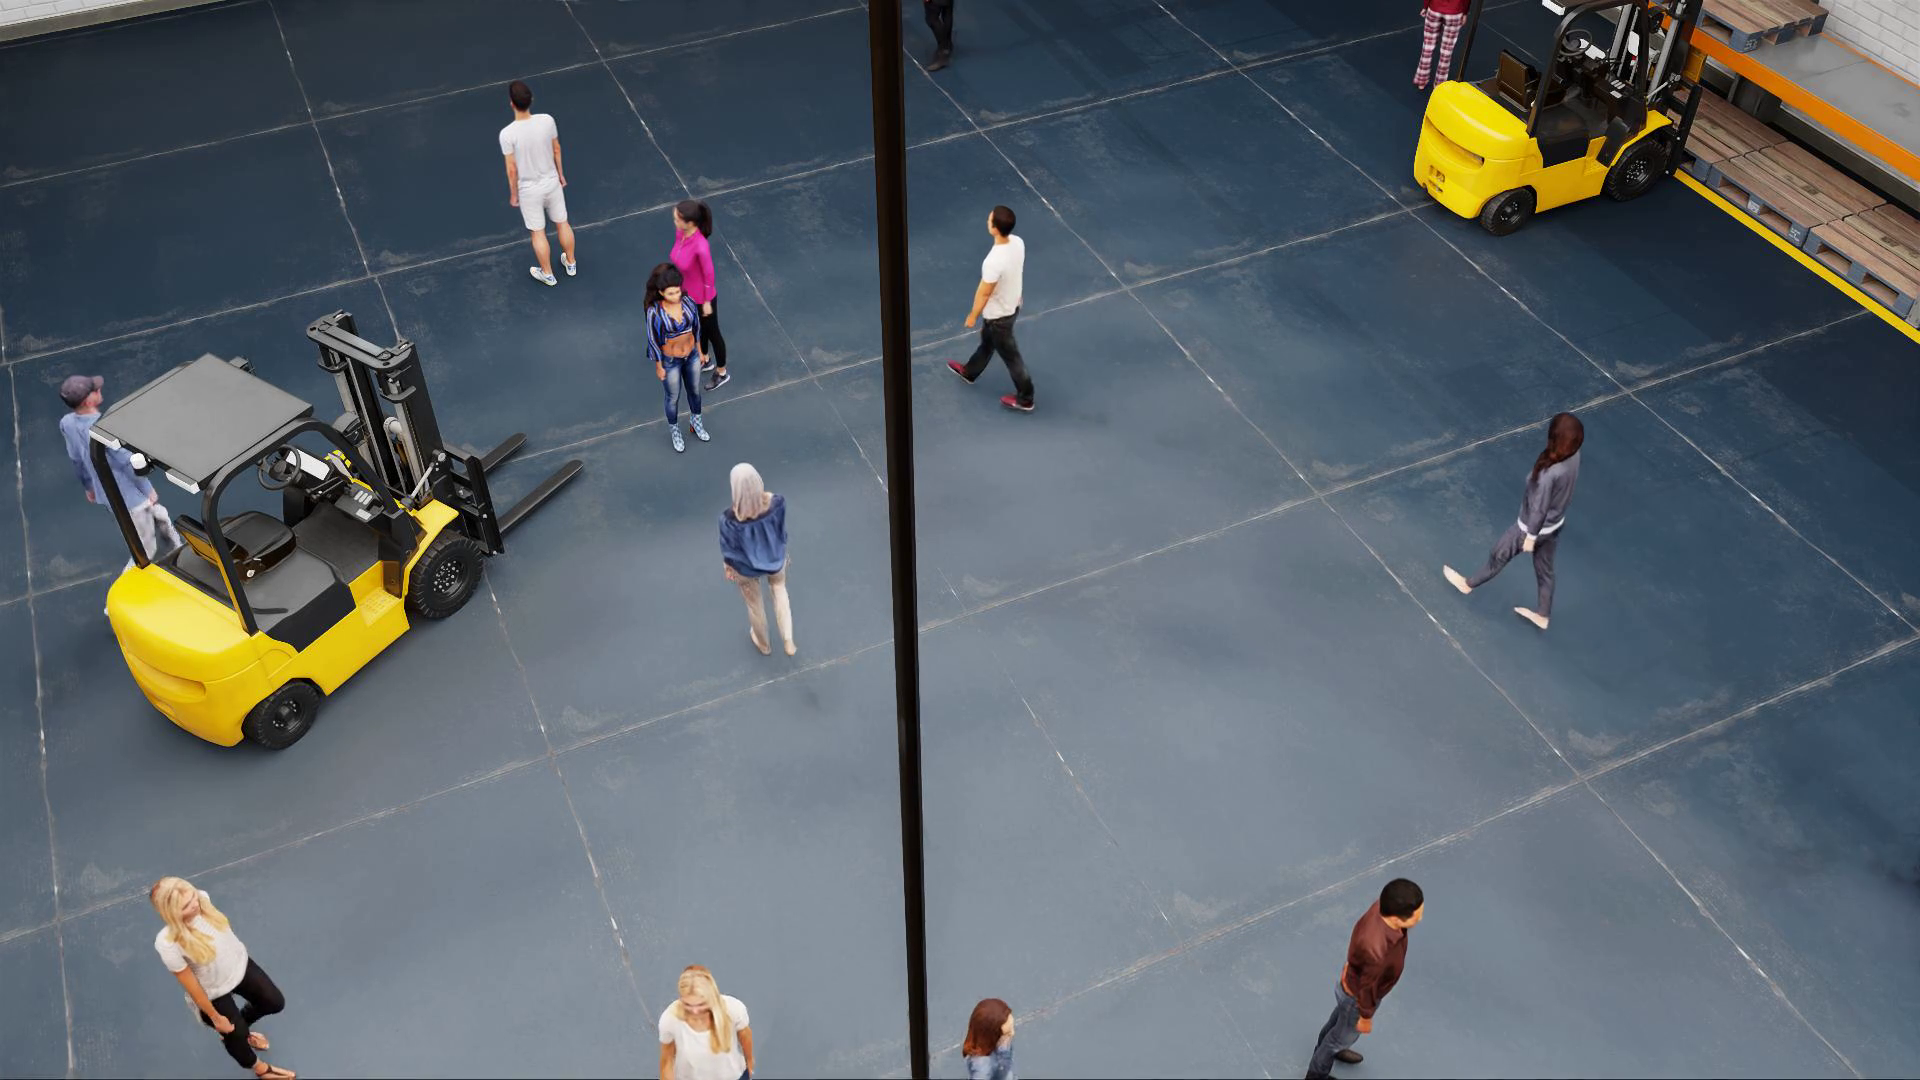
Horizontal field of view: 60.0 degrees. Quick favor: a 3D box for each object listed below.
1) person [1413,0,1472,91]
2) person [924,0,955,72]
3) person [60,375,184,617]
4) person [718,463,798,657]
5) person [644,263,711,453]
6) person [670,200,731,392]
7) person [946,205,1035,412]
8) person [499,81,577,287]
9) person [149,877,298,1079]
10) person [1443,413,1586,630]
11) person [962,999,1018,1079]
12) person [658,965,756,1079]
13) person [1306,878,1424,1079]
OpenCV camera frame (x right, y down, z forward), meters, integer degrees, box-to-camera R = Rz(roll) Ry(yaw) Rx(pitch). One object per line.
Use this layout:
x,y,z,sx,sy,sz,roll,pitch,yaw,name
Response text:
4.862,-5.311,16.648,0.655,1.697,0.735,17,46,17,person
-0.183,-5.721,17.039,0.846,1.751,0.891,33,53,30,person
-5.712,-0.267,11.236,1.180,1.858,1.095,24,48,23,person
-1.281,0.201,10.874,0.615,1.691,0.716,-19,47,-19,person
-2.126,-1.379,12.576,0.650,1.621,0.598,-25,49,-24,person
-2.052,-1.956,13.132,0.694,1.699,0.569,-29,51,-27,person
0.405,-1.741,12.854,1.151,1.771,1.068,15,46,16,person
-3.590,-3.027,14.136,0.738,1.854,0.657,-31,52,-28,person
-3.905,2.291,8.580,0.820,1.819,0.765,6,44,6,person
3.952,-0.073,11.124,0.870,1.733,1.119,-35,53,-31,person
0.082,2.724,8.382,0.845,1.465,0.803,6,44,7,person
-1.238,2.588,8.288,0.766,1.793,0.876,-1,44,-1,person
2.071,2.305,8.600,0.753,1.770,0.713,18,46,18,person
